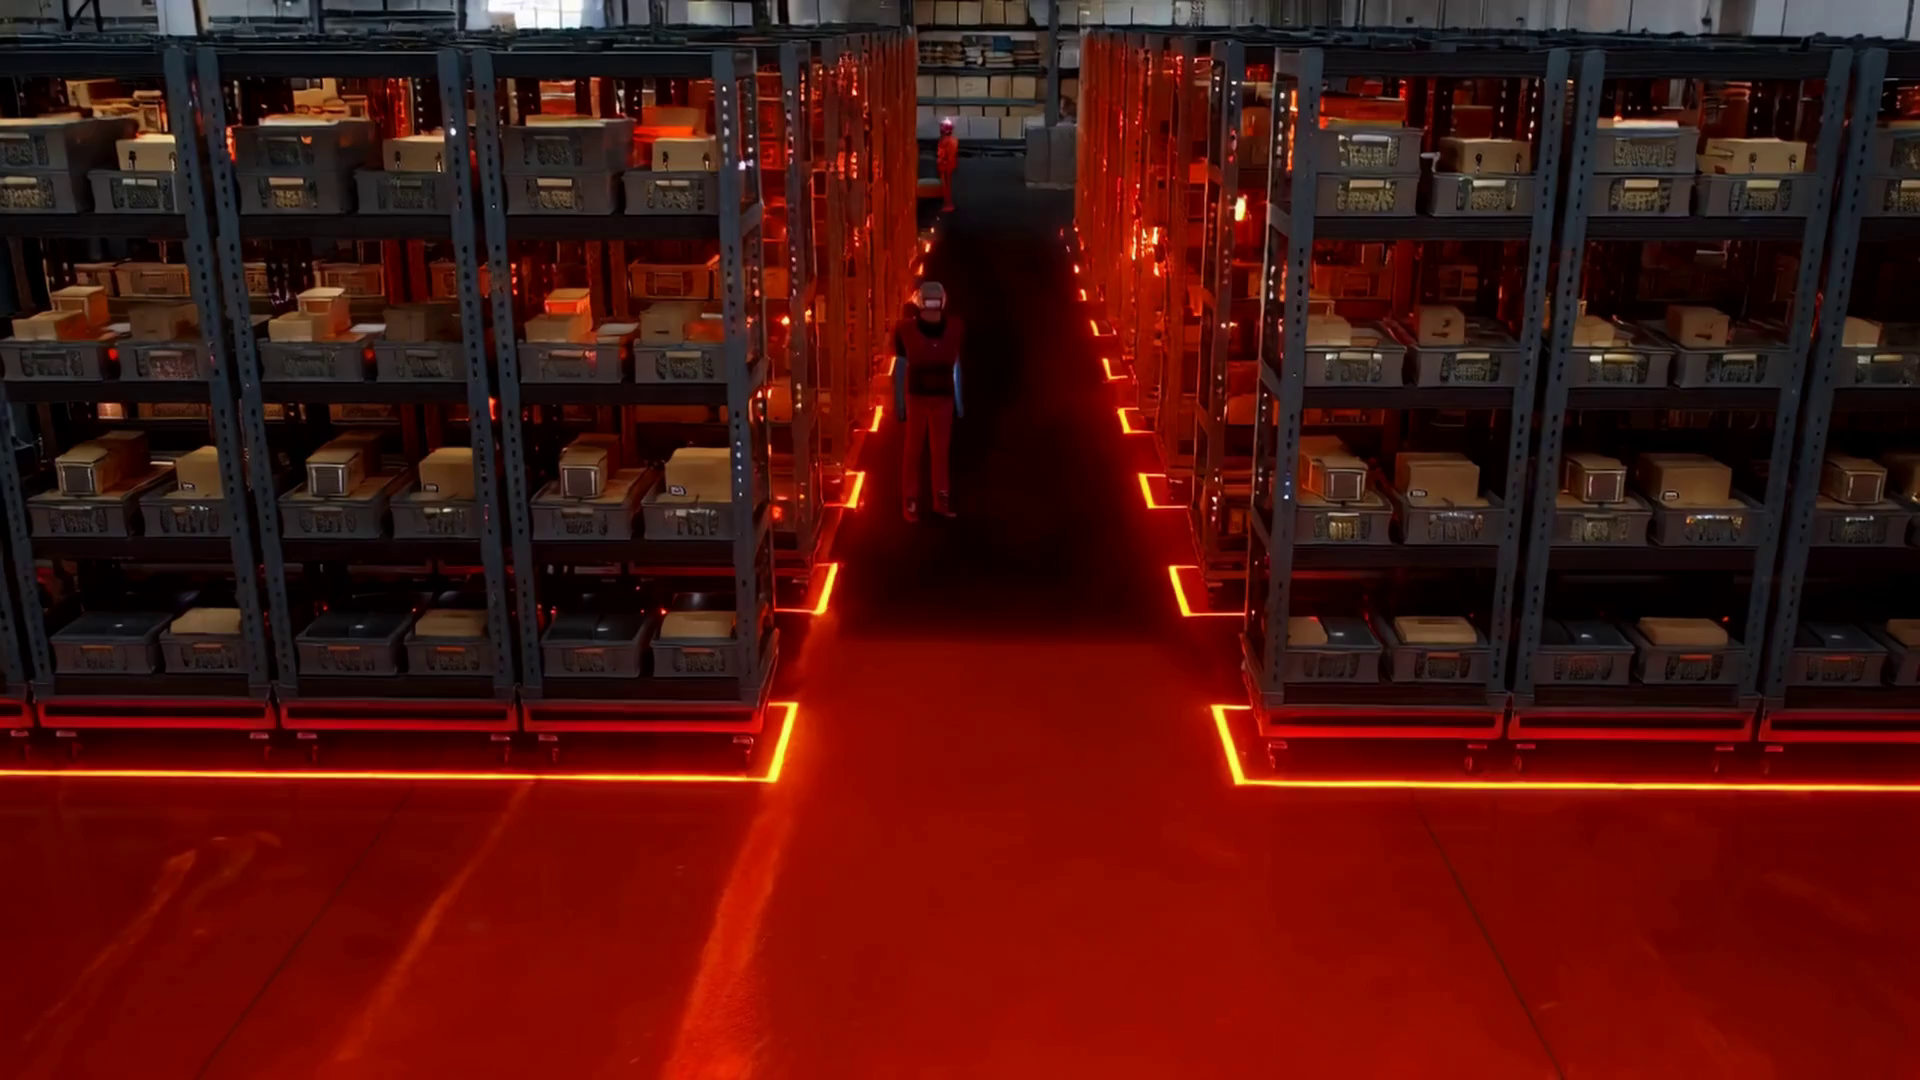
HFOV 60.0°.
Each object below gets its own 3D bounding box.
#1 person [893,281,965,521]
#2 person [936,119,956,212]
[{"bbox_3d":[-0.240,-1.080,12.792,0.563,1.838,0.390,-6,19,-20],"label":"person"},{"bbox_3d":[-0.279,-7.468,33.189,0.403,1.825,0.600,-6,18,-17],"label":"person"}]
